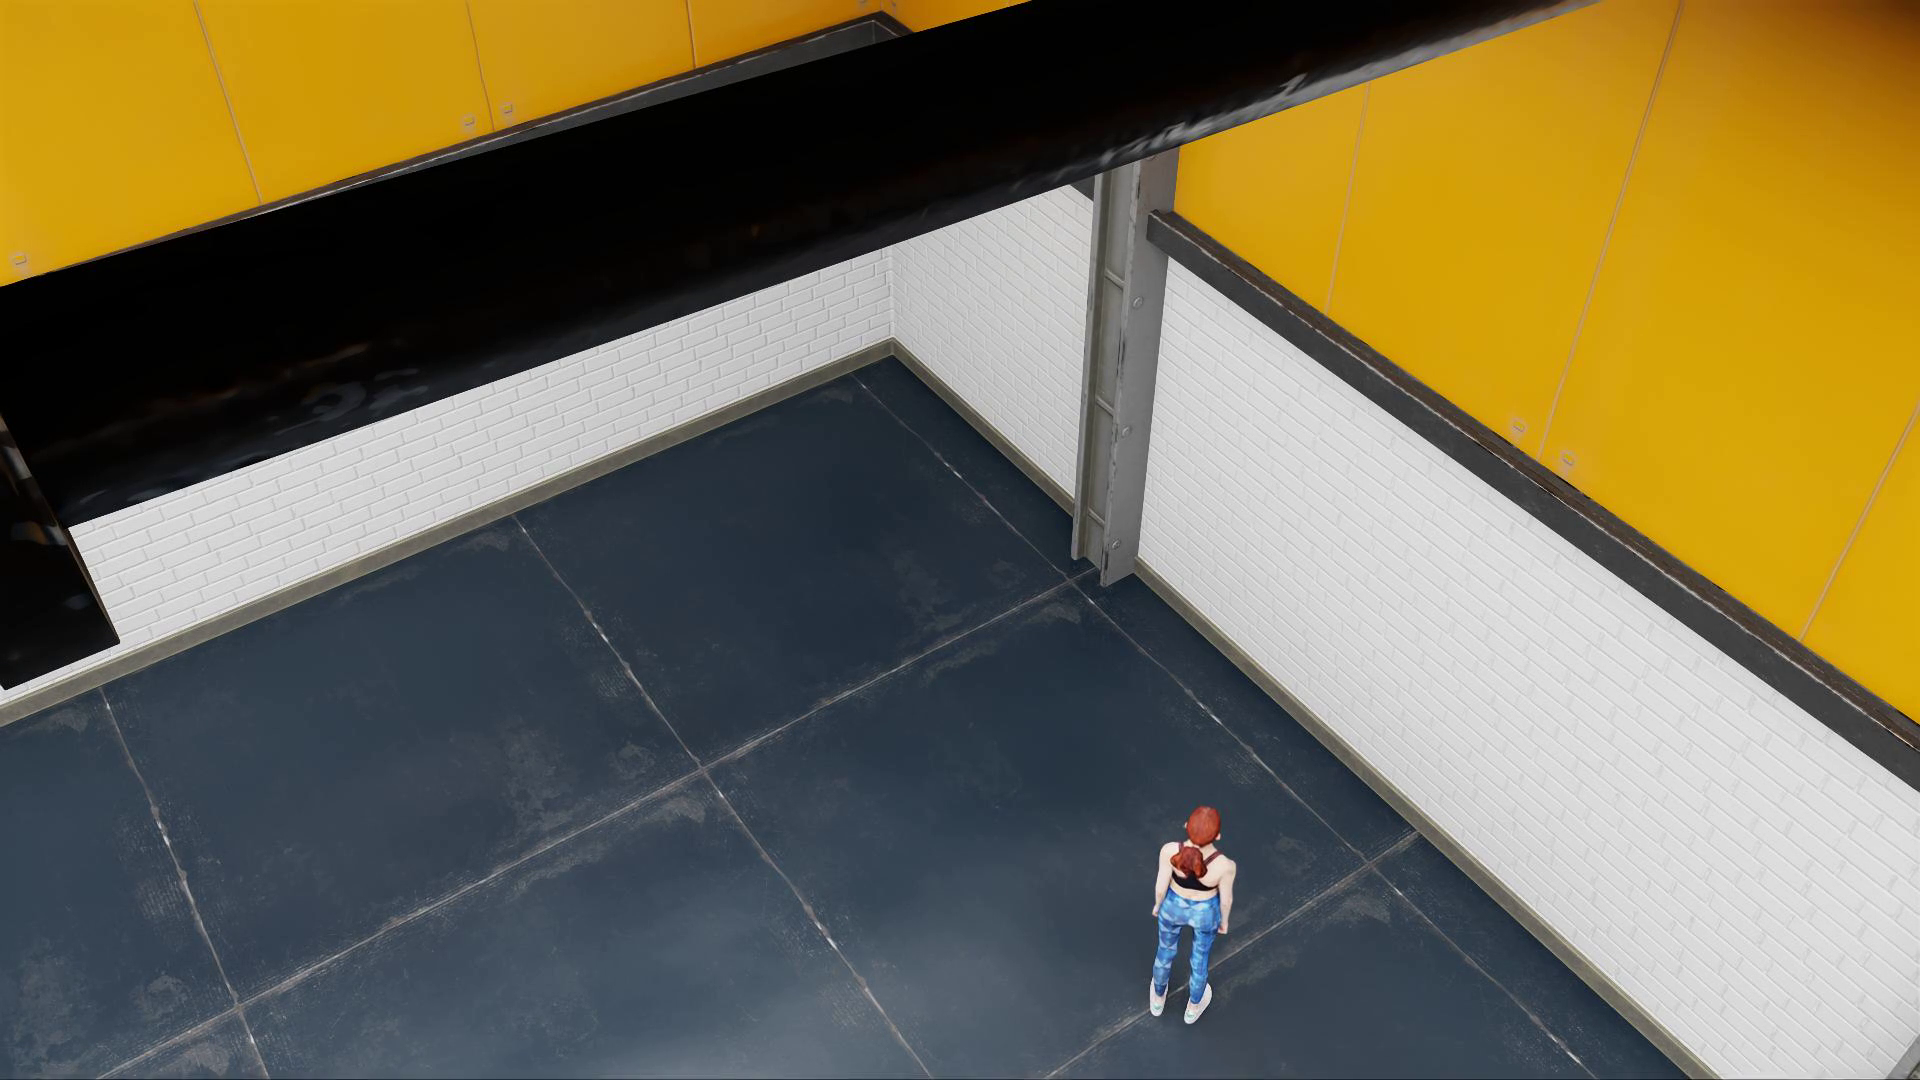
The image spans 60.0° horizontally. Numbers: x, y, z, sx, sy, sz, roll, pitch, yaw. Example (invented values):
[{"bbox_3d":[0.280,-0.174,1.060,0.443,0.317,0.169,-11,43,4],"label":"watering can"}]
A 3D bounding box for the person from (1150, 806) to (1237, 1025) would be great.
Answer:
[{"bbox_3d":[1.229,2.003,8.898,0.679,1.785,0.748,12,45,12],"label":"person"}]
